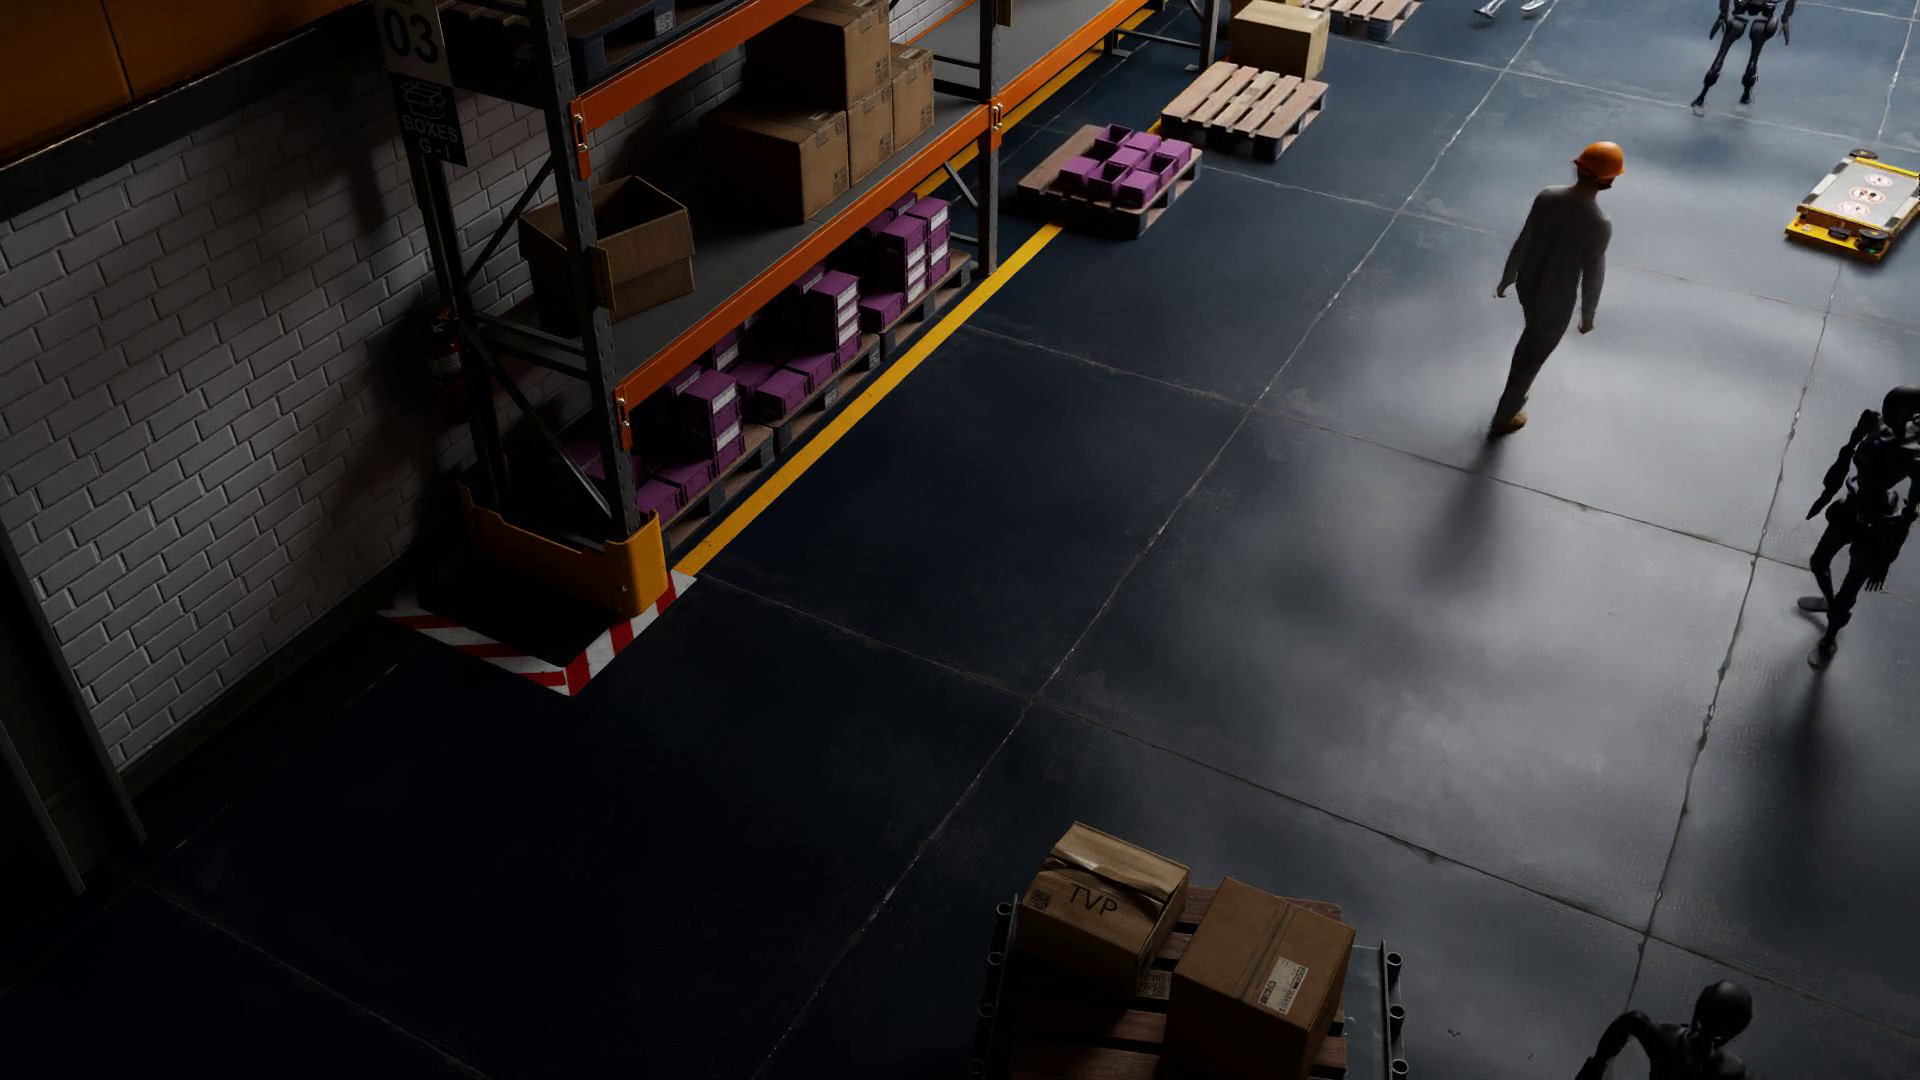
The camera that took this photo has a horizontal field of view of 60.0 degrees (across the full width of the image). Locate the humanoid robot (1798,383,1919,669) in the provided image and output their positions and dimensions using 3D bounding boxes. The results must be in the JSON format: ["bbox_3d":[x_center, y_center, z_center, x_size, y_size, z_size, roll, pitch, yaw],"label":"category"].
[{"bbox_3d":[4.518,-0.097,8.218,0.461,1.648,0.613,-6,39,-7],"label":"humanoid robot"}]

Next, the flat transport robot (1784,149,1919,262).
[{"bbox_3d":[6.711,-2.493,12.337,0.659,0.231,1.431,28,46,30],"label":"flat transport robot"}]

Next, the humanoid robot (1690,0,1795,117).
[{"bbox_3d":[6.403,-4.229,13.405,0.603,1.644,0.450,11,40,13],"label":"humanoid robot"}]

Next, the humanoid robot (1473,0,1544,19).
[{"bbox_3d":[5.162,-5.502,14.920,1.032,1.736,0.553,-21,43,-24],"label":"humanoid robot"}]

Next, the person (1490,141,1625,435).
[{"bbox_3d":[3.484,-1.469,9.782,0.616,1.862,0.599,-21,43,-24],"label":"person"}]

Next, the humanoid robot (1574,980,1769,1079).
[{"bbox_3d":[2.312,1.994,5.604,0.612,1.649,0.482,22,44,25],"label":"humanoid robot"}]
